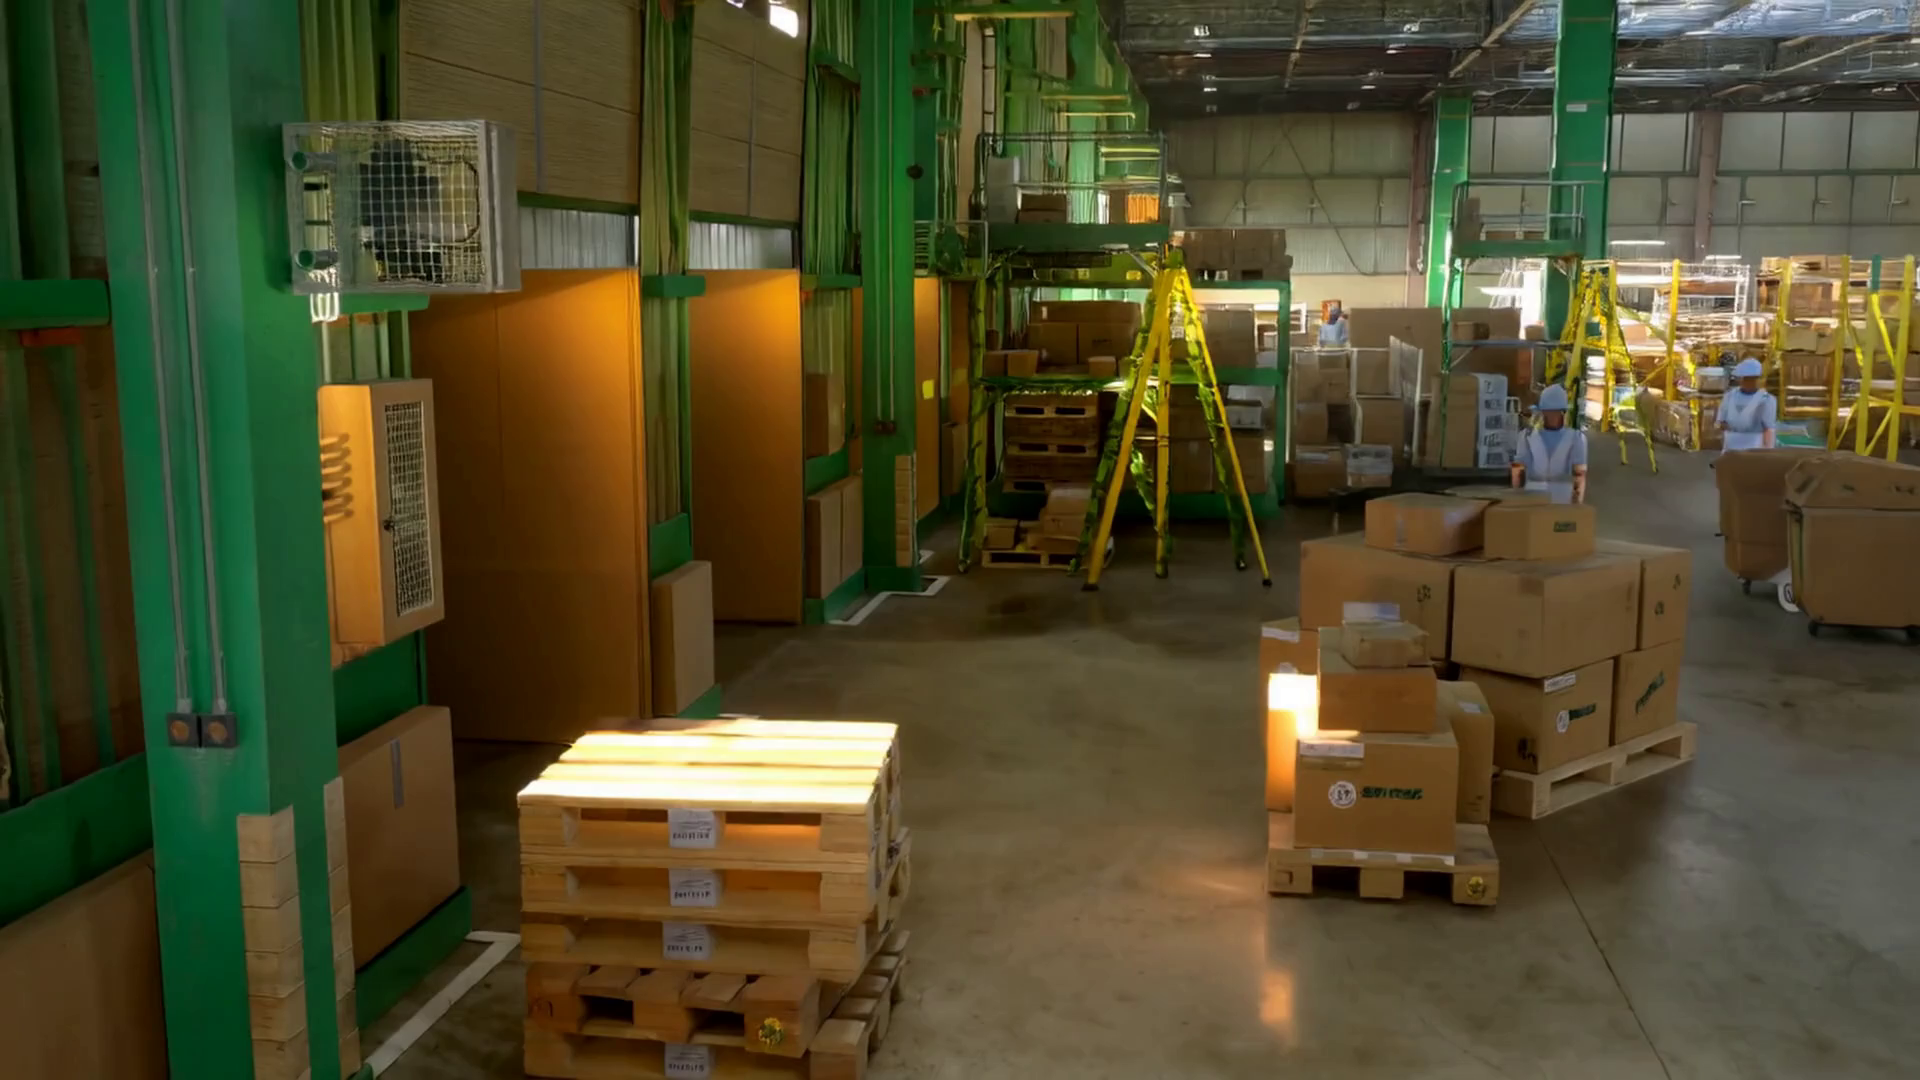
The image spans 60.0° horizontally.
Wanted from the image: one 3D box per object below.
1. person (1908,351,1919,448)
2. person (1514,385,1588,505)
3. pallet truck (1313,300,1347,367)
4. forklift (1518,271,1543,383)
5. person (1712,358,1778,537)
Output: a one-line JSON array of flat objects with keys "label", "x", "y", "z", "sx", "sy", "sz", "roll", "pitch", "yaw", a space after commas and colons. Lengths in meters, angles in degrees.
[{"label": "person", "x": 15.511, "y": -2.341, "z": 26.737, "sx": 0.323, "sy": 1.736, "sz": 0.488, "roll": 4, "pitch": 10, "yaw": 26}, {"label": "person", "x": 4.733, "y": -0.280, "z": 13.389, "sx": 0.548, "sy": 1.937, "sz": 0.379, "roll": 4, "pitch": 10, "yaw": 24}, {"label": "pallet truck", "x": 11.159, "y": -6.200, "z": 49.718, "sx": 0.823, "sy": 1.965, "sz": 1.885, "roll": 4, "pitch": 10, "yaw": 26}, {"label": "forklift", "x": 14.225, "y": -5.301, "z": 41.462, "sx": 1.873, "sy": 2.768, "sz": 1.129, "roll": 1, "pitch": 9, "yaw": 9}, {"label": "person", "x": 8.299, "y": -0.952, "z": 17.562, "sx": 0.371, "sy": 1.929, "sz": 0.585, "roll": -5, "pitch": 10, "yaw": -28}]
